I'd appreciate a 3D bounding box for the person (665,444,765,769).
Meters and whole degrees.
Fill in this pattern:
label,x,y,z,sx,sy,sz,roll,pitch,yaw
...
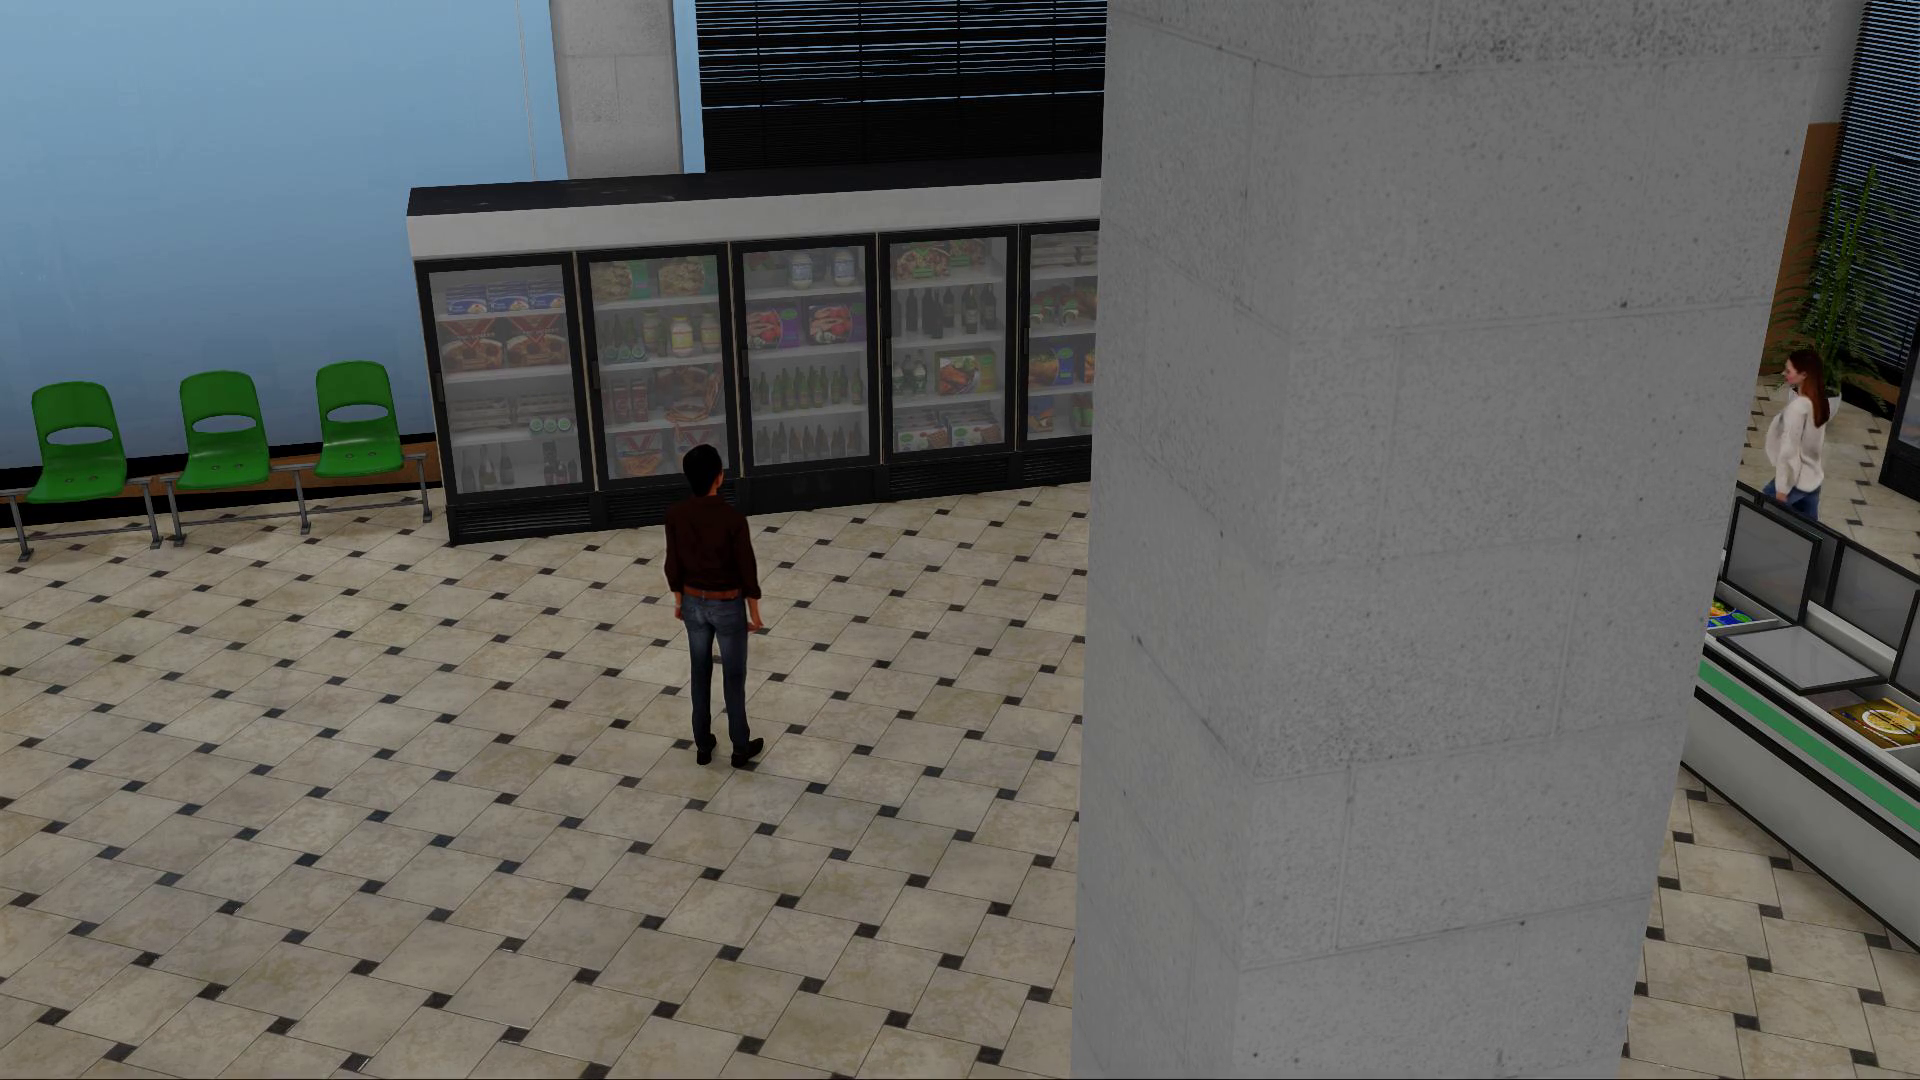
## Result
label,x,y,z,sx,sy,sz,roll,pitch,yaw
person,-1.269,0.351,8.577,0.719,1.782,0.700,5,24,12

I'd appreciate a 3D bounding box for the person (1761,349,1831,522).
label,x,y,z,sx,sy,sz,roll,pitch,yaw
person,5.239,-0.320,10.284,0.965,1.645,1.163,-19,30,-36
